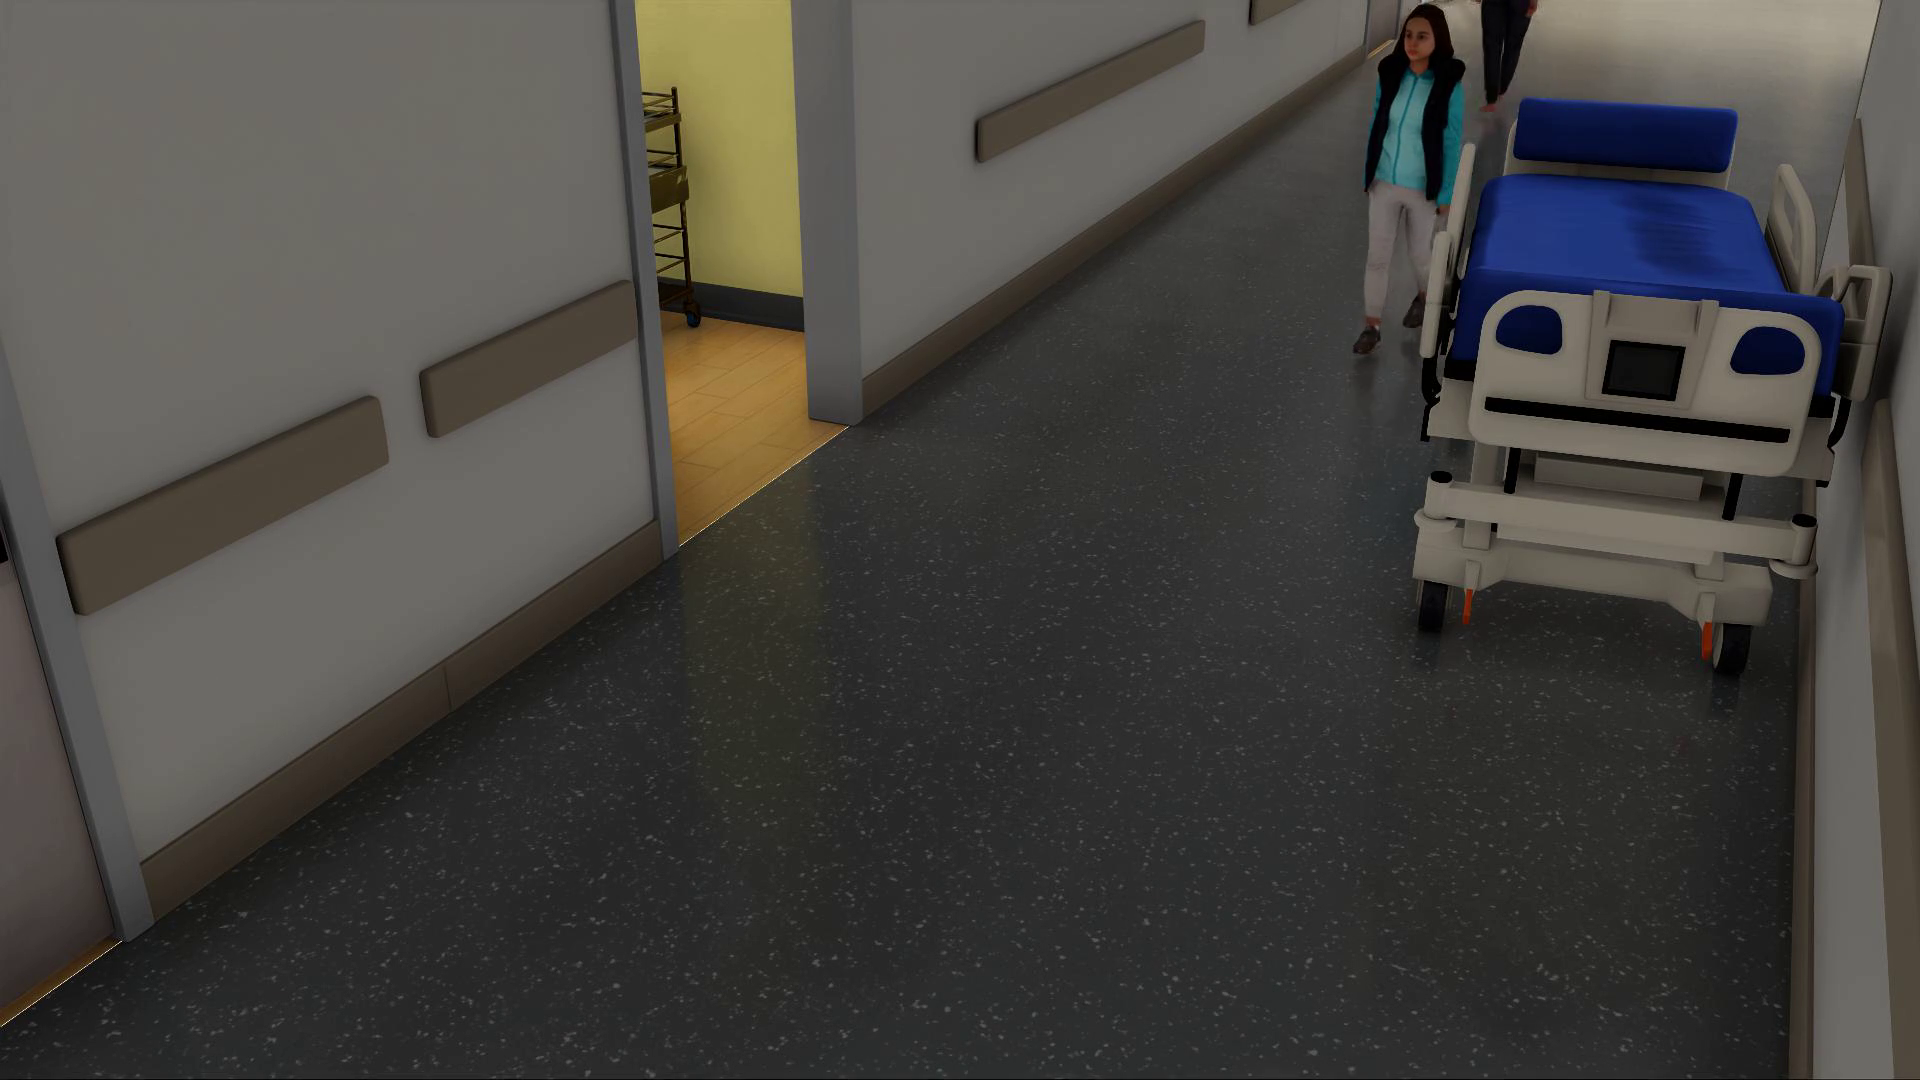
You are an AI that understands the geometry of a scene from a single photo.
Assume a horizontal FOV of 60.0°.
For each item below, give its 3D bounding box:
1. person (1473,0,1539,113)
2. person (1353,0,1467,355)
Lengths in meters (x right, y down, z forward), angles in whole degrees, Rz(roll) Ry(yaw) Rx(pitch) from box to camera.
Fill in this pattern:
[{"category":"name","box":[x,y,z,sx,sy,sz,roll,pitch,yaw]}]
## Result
[{"category":"person","box":[3.910,-3.879,11.850,1.086,1.675,0.816,7,27,13]},{"category":"person","box":[2.004,-1.578,7.314,0.934,1.470,0.725,16,30,30]}]
